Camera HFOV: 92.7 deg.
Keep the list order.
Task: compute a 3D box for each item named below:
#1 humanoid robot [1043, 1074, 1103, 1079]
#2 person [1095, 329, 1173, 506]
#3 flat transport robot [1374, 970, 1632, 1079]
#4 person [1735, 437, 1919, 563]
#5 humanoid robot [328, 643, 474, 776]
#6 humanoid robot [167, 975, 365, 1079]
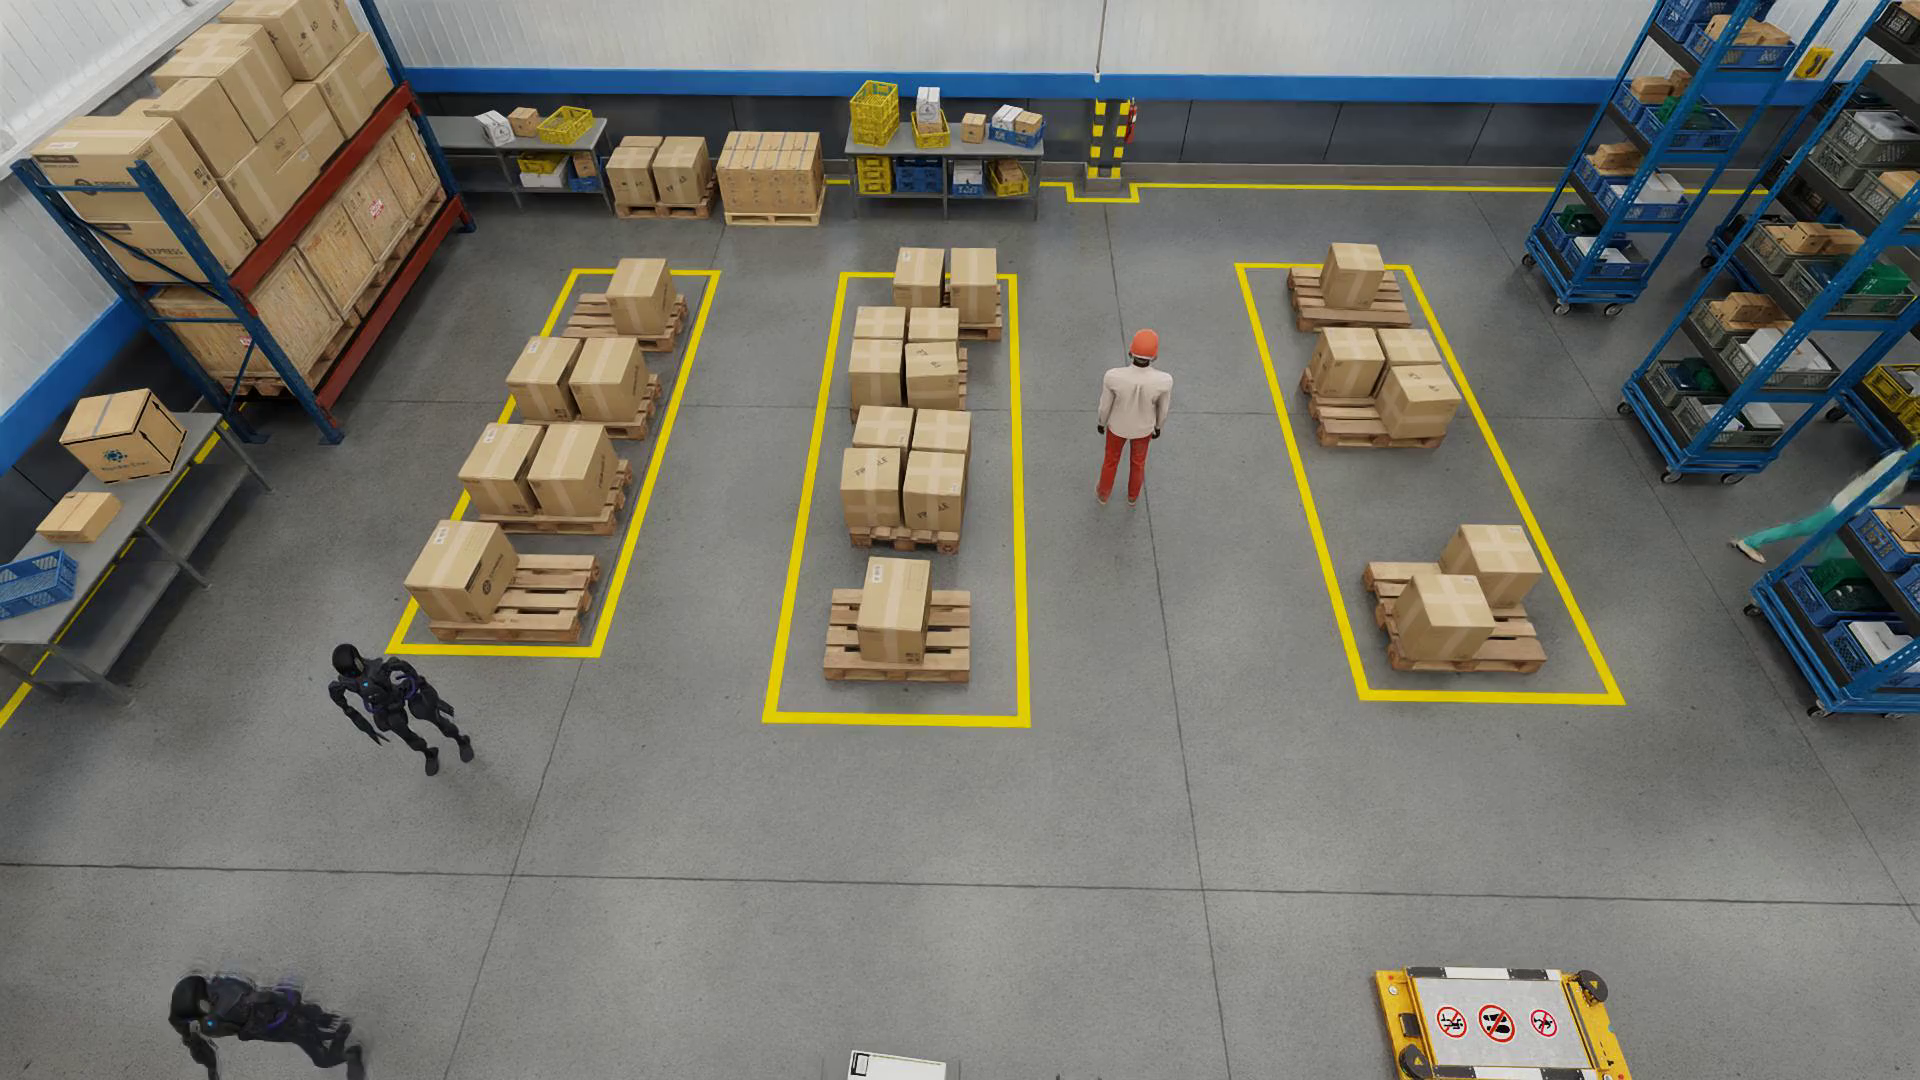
[{"bbox_3d":[0.585,3.301,4.921,0.576,1.615,0.768,22,54,17],"label":"humanoid robot"},{"bbox_3d":[1.531,-1.052,8.231,0.607,1.995,0.376,4,51,3],"label":"person"},{"bbox_3d":[3.501,3.133,5.914,1.431,0.197,0.652,1,51,1],"label":"flat transport robot"},{"bbox_3d":[7.582,-0.264,7.767,0.523,1.710,0.901,-36,59,-25],"label":"person"},{"bbox_3d":[-4.012,1.220,6.582,0.563,1.650,0.357,-24,55,-18],"label":"humanoid robot"},{"bbox_3d":[-3.990,2.849,5.252,0.610,1.643,0.509,-3,51,-3],"label":"humanoid robot"}]
